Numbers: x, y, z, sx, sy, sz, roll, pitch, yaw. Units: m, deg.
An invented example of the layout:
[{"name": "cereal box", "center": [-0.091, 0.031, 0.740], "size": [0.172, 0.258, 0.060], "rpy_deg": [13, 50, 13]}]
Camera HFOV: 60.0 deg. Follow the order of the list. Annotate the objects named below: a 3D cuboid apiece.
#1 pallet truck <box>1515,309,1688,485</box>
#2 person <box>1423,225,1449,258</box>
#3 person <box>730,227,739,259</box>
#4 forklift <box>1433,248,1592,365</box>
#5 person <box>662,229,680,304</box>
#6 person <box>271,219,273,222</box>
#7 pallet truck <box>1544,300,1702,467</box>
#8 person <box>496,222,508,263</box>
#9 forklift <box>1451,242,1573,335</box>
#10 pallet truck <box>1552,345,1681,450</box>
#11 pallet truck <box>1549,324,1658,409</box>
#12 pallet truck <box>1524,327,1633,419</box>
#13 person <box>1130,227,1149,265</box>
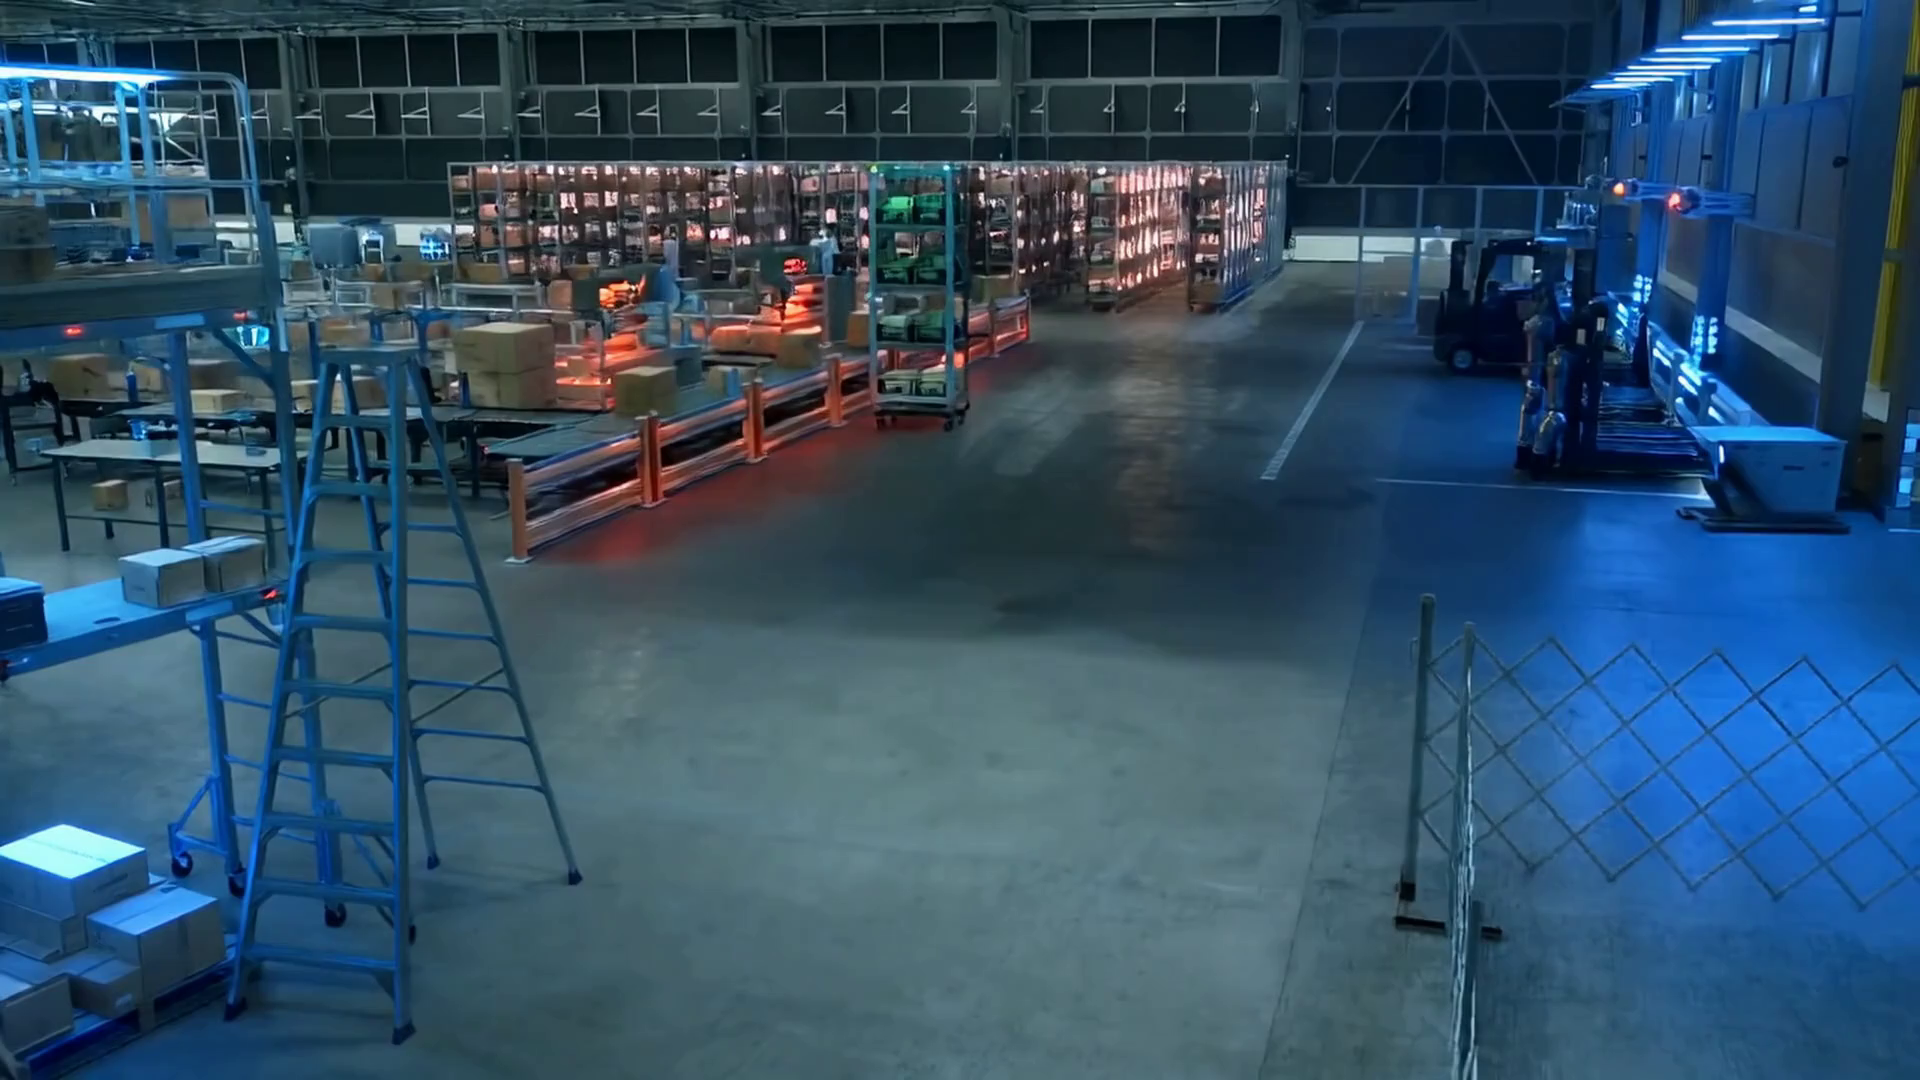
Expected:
[{"name": "pallet truck", "center": [7.554, -1.677, 19.446], "size": [1.885, 1.965, 0.823], "rpy_deg": [3, 13, 14]}, {"name": "person", "center": [12.565, -7.293, 43.763], "size": [0.641, 1.960, 0.823], "rpy_deg": [10, 16, 36]}, {"name": "person", "center": [-6.891, -8.888, 50.911], "size": [0.387, 1.849, 0.566], "rpy_deg": [4, 14, 16]}, {"name": "forklift", "center": [9.780, -4.111, 29.280], "size": [2.680, 1.987, 1.157], "rpy_deg": [3, 13, 14]}, {"name": "person", "center": [-7.448, -7.040, 42.807], "size": [0.408, 1.908, 0.644], "rpy_deg": [4, 14, 16]}, {"name": "person", "center": [-24.278, -10.588, 58.125], "size": [0.408, 1.913, 0.644], "rpy_deg": [4, 14, 16]}, {"name": "pallet truck", "center": [8.263, -1.952, 20.631], "size": [1.885, 1.965, 0.823], "rpy_deg": [5, 14, 20]}, {"name": "person", "center": [-15.055, -9.705, 54.685], "size": [0.399, 1.733, 0.586], "rpy_deg": [-4, 14, -18]}, {"name": "forklift", "center": [10.464, -4.597, 31.405], "size": [2.680, 1.987, 1.157], "rpy_deg": [4, 14, 16]}, {"name": "pallet truck", "center": [8.641, -1.896, 21.908], "size": [1.630, 1.274, 0.653], "rpy_deg": [4, 14, 16]}, {"name": "pallet truck", "center": [9.824, -2.669, 25.407], "size": [1.601, 1.201, 0.680], "rpy_deg": [4, 14, 16]}, {"name": "pallet truck", "center": [9.065, -2.460, 24.370], "size": [1.522, 1.261, 0.704], "rpy_deg": [3, 13, 14]}, {"name": "person", "center": [6.363, -10.400, 57.565], "size": [0.826, 1.804, 0.600], "rpy_deg": [0, 13, 0]}]
